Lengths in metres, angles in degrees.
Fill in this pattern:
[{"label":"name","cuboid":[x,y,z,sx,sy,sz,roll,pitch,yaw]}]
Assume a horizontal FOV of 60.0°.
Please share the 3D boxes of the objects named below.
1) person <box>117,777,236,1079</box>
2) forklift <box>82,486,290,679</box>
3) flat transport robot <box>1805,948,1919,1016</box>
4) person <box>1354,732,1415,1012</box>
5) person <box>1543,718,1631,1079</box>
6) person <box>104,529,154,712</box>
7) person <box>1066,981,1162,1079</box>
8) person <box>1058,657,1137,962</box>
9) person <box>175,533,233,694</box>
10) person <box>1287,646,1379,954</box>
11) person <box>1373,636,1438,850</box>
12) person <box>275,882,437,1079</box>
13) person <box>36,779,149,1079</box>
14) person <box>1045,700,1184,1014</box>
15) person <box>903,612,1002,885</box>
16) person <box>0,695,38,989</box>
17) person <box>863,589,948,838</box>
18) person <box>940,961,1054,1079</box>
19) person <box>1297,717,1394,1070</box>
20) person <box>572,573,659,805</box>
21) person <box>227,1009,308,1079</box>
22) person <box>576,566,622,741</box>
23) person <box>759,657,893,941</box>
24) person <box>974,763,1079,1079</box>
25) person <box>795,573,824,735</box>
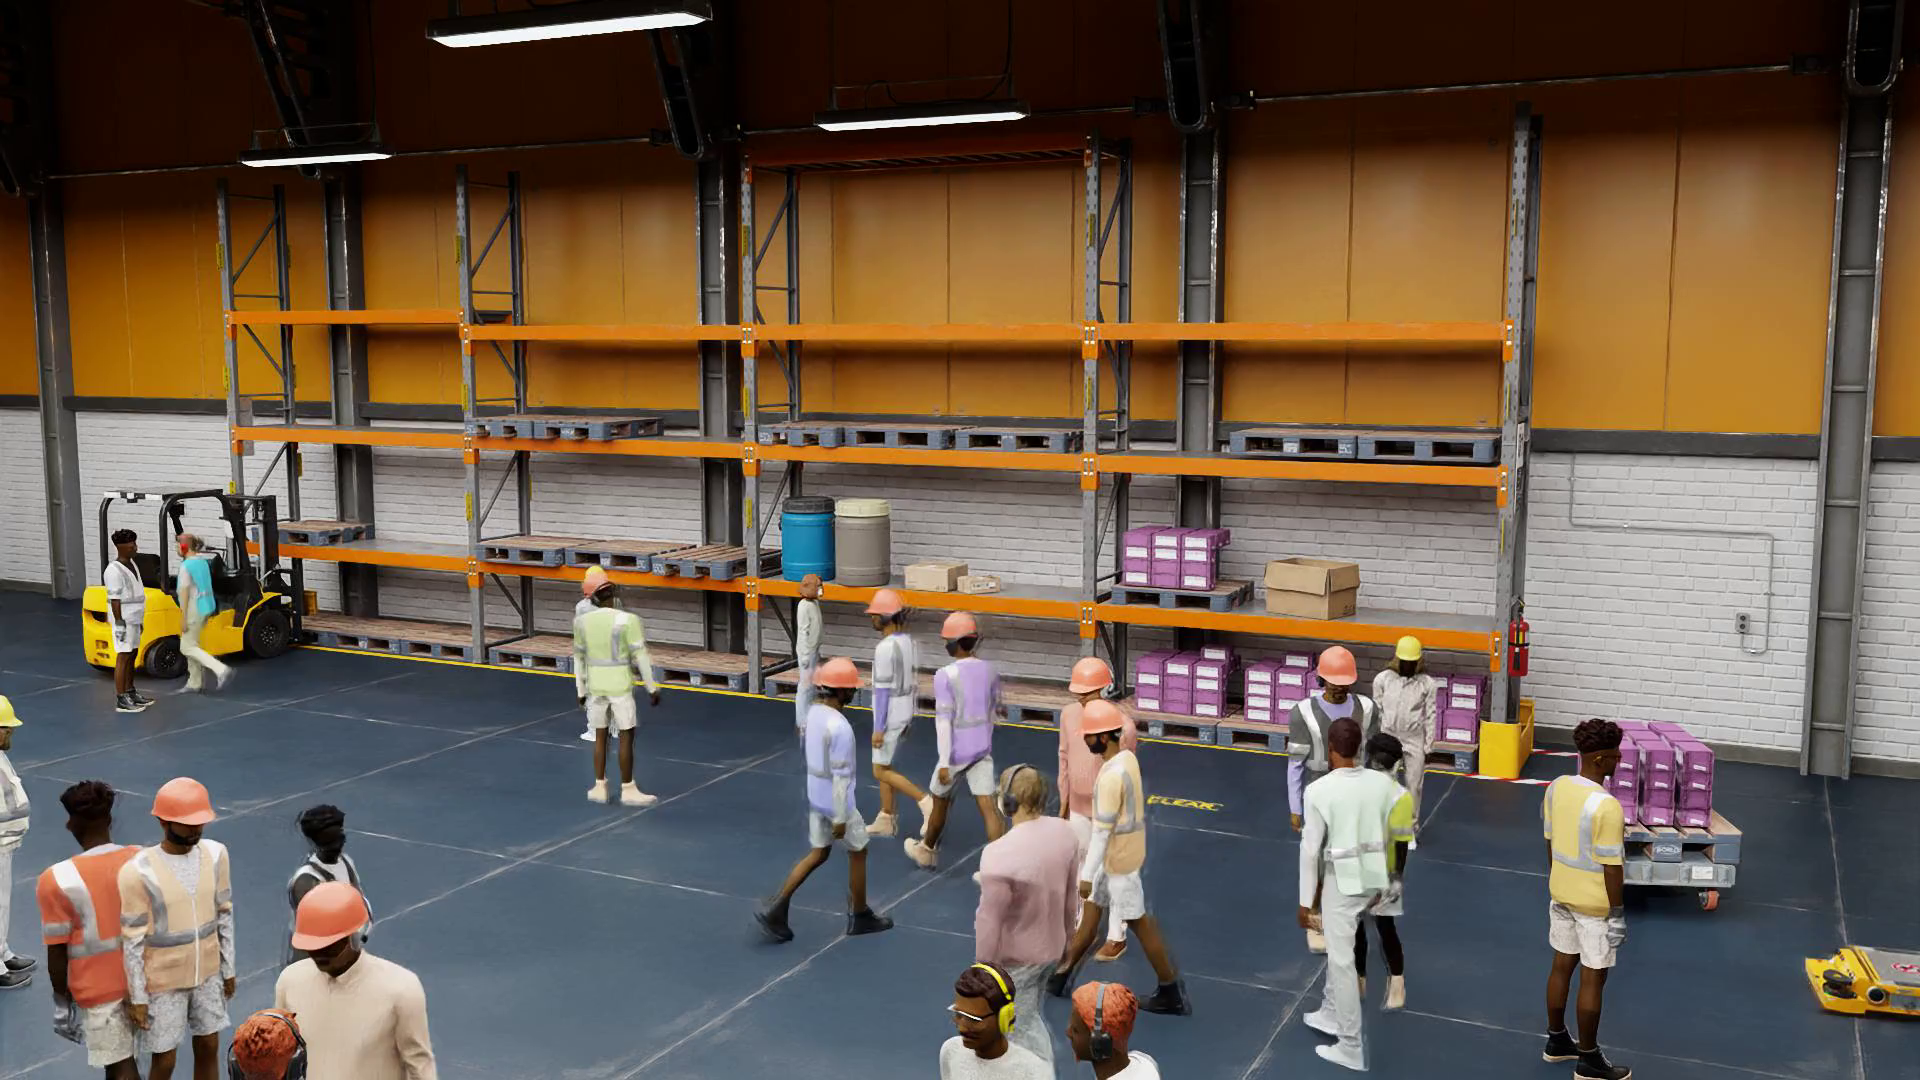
[{"label":"person","cuboid":[-3.683,2.070,7.913,0.407,1.926,0.552,4,8,33]},{"label":"forklift","cuboid":[-9.426,0.454,20.179,1.214,2.155,2.313,3,8,26]},{"label":"flat transport robot","cuboid":[5.863,2.656,9.862,1.431,0.197,0.652,2,7,17]},{"label":"person","cuboid":[2.458,1.954,9.927,0.354,1.679,0.568,-5,9,-37]},{"label":"person","cuboid":[3.386,1.923,8.971,0.367,1.966,0.607,-2,7,-14]},{"label":"person","cuboid":[-8.918,0.851,17.824,0.361,1.965,0.613,-1,7,-9]},{"label":"person","cuboid":[0.520,2.384,5.553,0.355,1.876,0.574,3,7,20]},{"label":"person","cuboid":[0.857,1.716,10.671,0.434,1.977,0.601,-7,10,-44]},{"label":"person","cuboid":[-8.487,0.832,18.589,0.572,1.820,0.582,-1,7,-4]},{"label":"person","cuboid":[2.430,1.678,10.767,0.623,2.028,0.410,-1,7,-9]},{"label":"person","cuboid":[3.435,1.571,12.902,0.510,1.711,0.462,2,7,17]},{"label":"person","cuboid":[-2.330,2.235,6.372,0.637,1.990,0.439,1,7,10]},{"label":"person","cuboid":[-3.928,2.093,7.857,0.966,1.911,0.609,4,8,30]},{"label":"person","cuboid":[0.863,1.866,9.820,1.033,1.867,0.560,2,7,13]},{"label":"person","cuboid":[-0.004,1.520,12.228,0.633,1.985,1.046,-6,9,-40]},{"label":"person","cuboid":[-5.926,1.849,10.208,0.403,1.817,0.601,-4,8,-27]},{"label":"person","cuboid":[-0.477,1.394,13.111,0.686,2.025,0.621,2,7,12]},{"label":"person","cuboid":[0.109,2.364,5.768,0.501,1.865,0.335,6,9,39]},{"label":"person","cuboid":[2.124,1.931,9.285,0.646,1.874,0.727,-4,8,-28]},{"label":"person","cuboid":[-2.944,1.285,14.202,0.759,1.996,0.351,3,8,25]},{"label":"person","cuboid":[-2.166,2.415,5.293,0.579,1.879,0.352,0,7,0]},{"label":"person","cuboid":[-3.586,1.121,16.516,0.486,1.744,0.296,-5,9,-38]},{"label":"person","cuboid":[-0.888,1.713,10.980,0.861,1.909,0.544,-4,8,-33]},{"label":"person","cuboid":[0.297,2.039,8.159,0.434,1.928,0.652,6,9,41]},{"label":"person","cuboid":[-1.509,1.145,16.764,0.274,1.632,0.503,1,7,10]}]
